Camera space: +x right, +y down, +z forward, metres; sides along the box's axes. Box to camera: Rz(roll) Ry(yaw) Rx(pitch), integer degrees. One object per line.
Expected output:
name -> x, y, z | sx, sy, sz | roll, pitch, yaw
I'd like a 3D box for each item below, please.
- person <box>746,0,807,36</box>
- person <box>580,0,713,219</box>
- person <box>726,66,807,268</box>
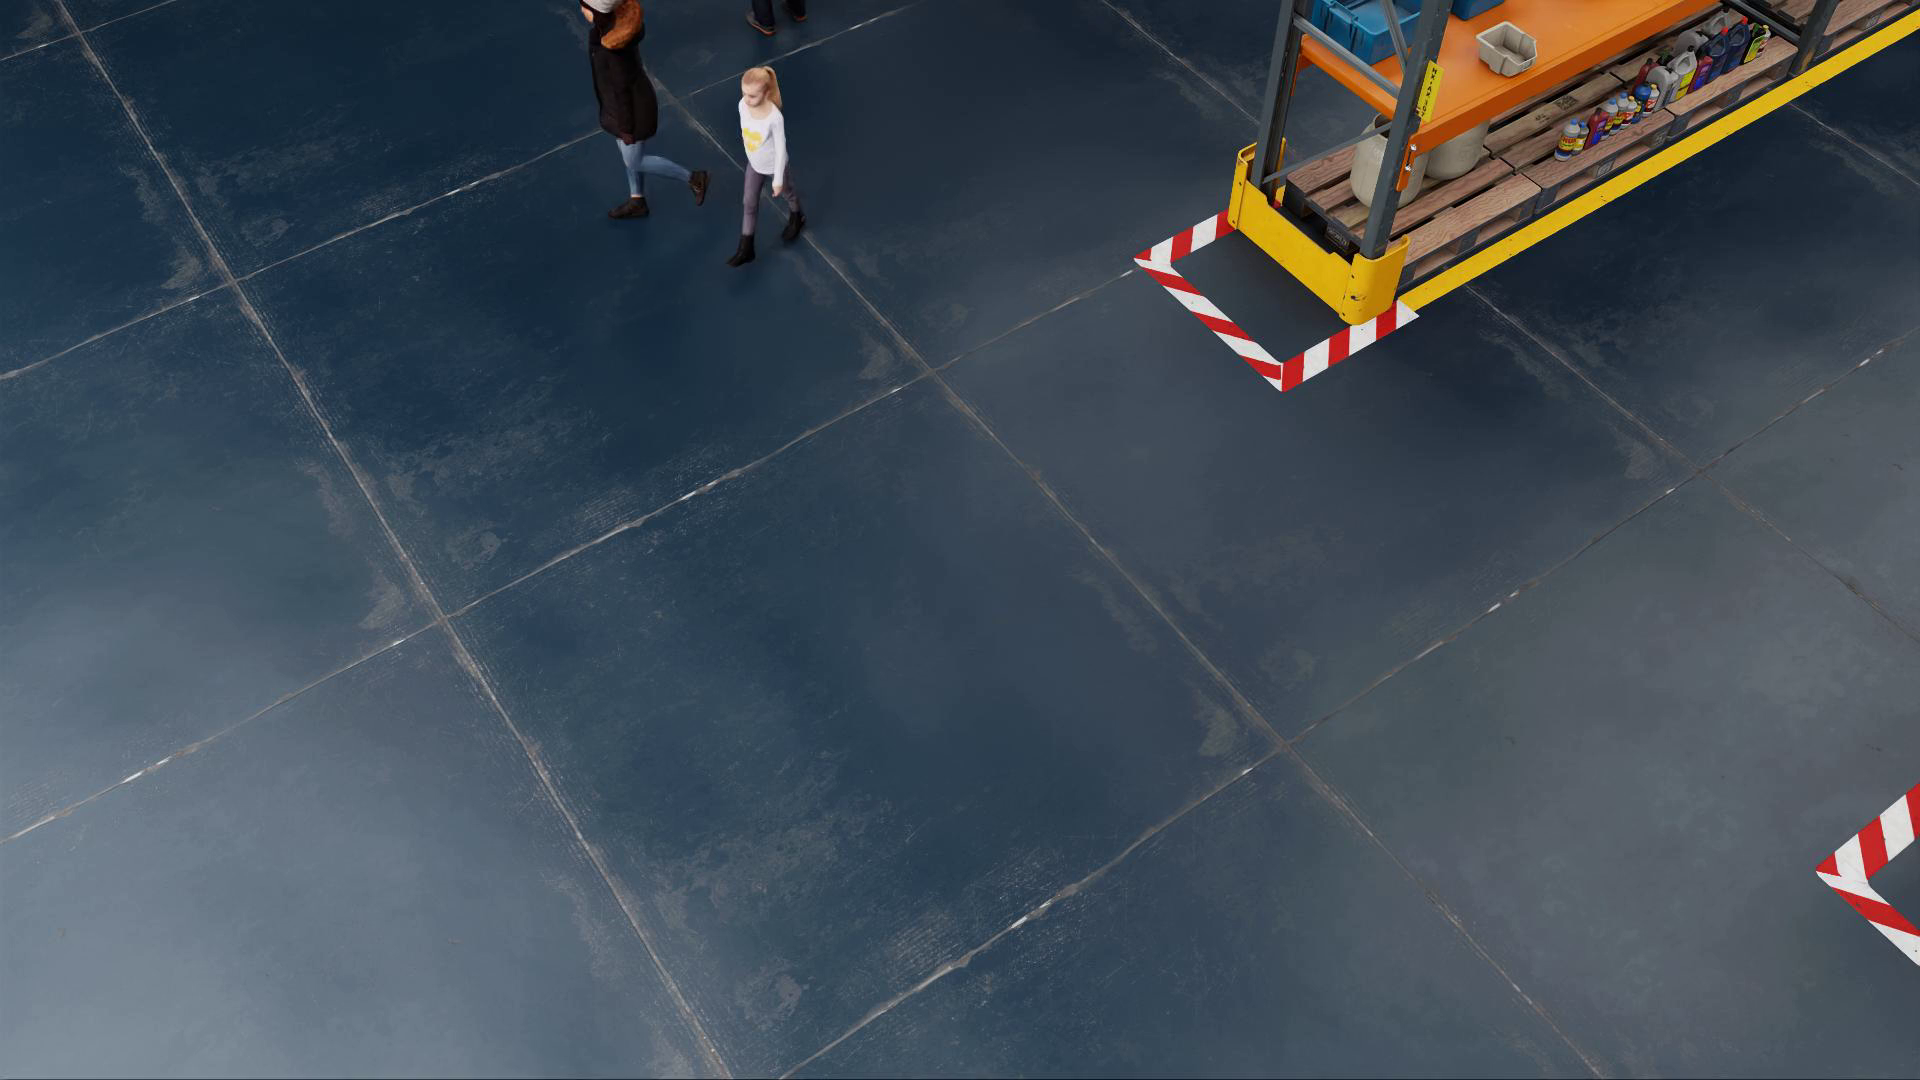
person -> -1.271, -4.156, 10.798 | 0.470, 1.814, 0.696 | -29, 58, -20
person -> -1.852, -2.530, 9.661 | 1.000, 1.622, 0.845 | -14, 53, -10
person -> -1.071, -2.209, 9.650 | 0.727, 1.246, 0.949 | 25, 56, 18
